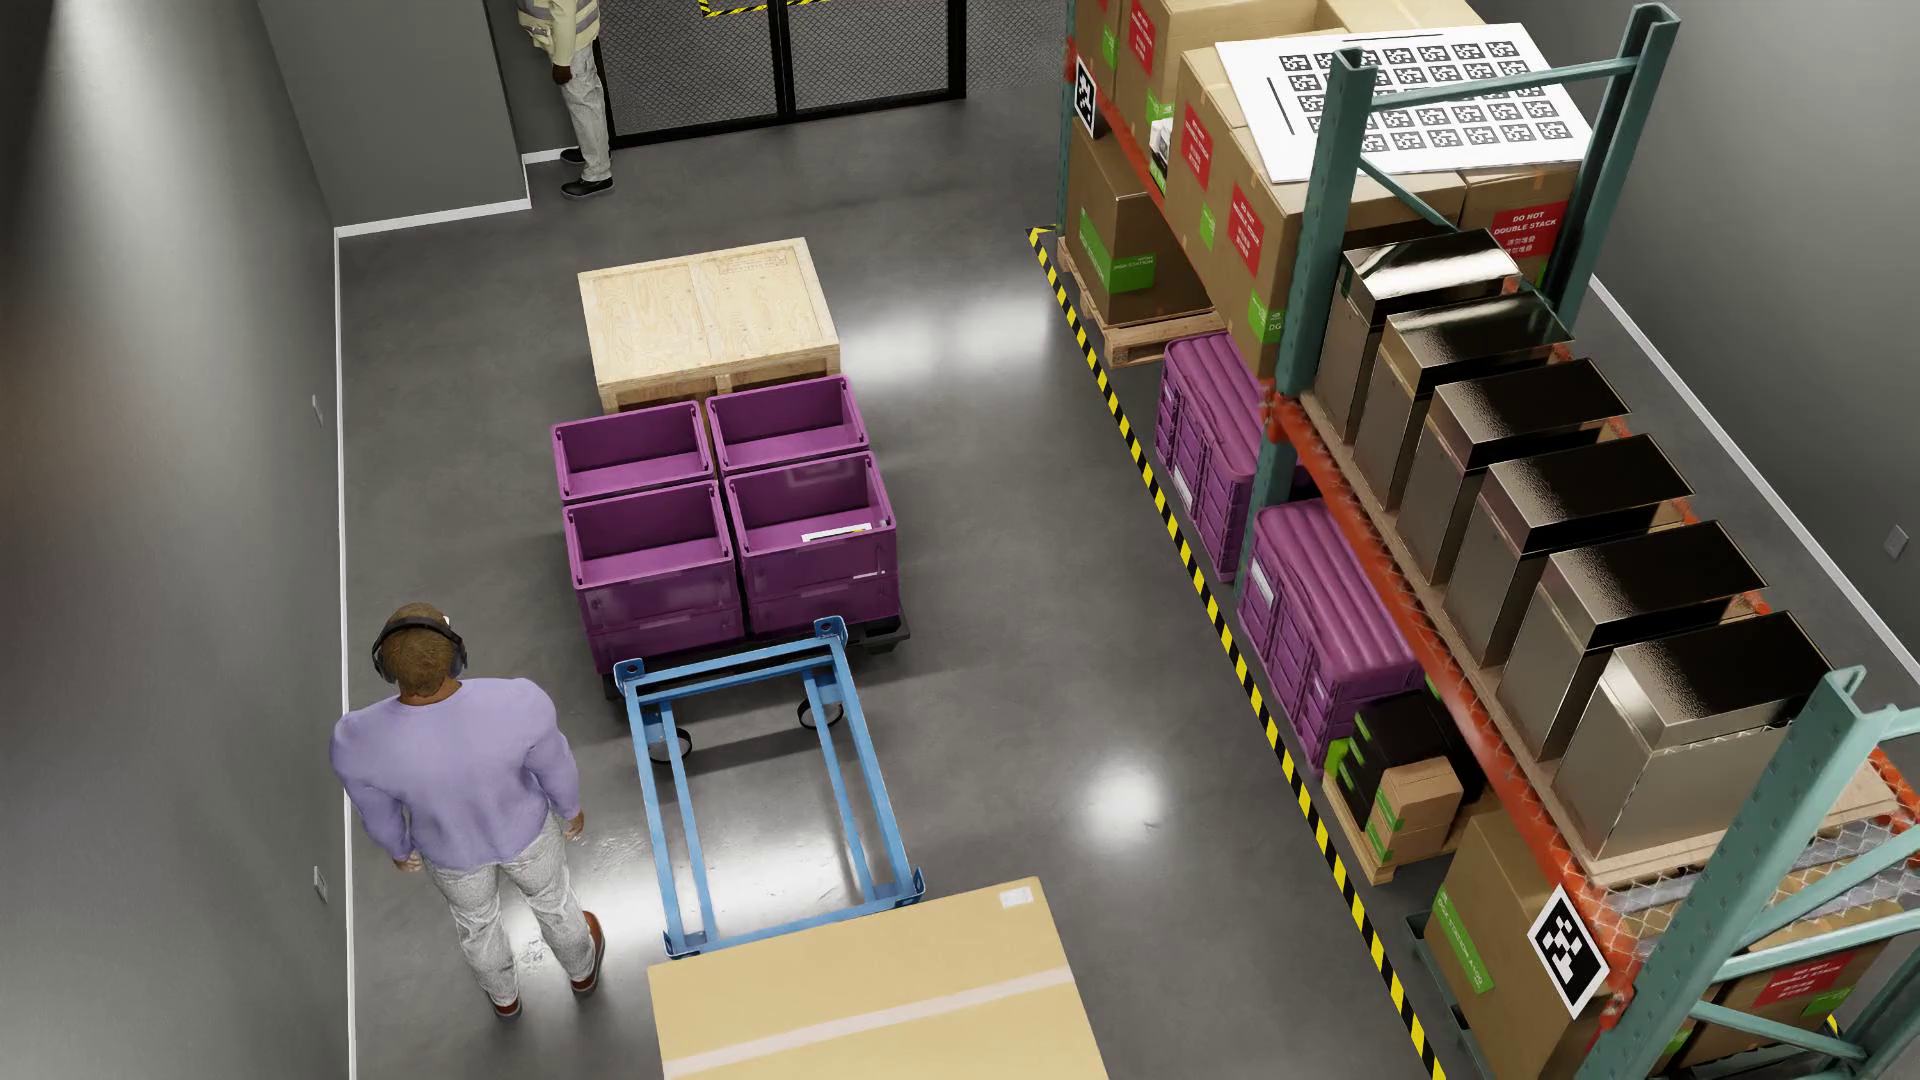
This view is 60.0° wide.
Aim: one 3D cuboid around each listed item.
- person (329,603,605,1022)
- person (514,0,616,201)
[{"bbox_3d":[-1.456,0.871,5.087,0.632,1.939,0.368,-13,49,-12],"label":"person"},{"bbox_3d":[-1.991,-2.566,8.314,0.403,1.833,0.590,-6,48,-5],"label":"person"}]
